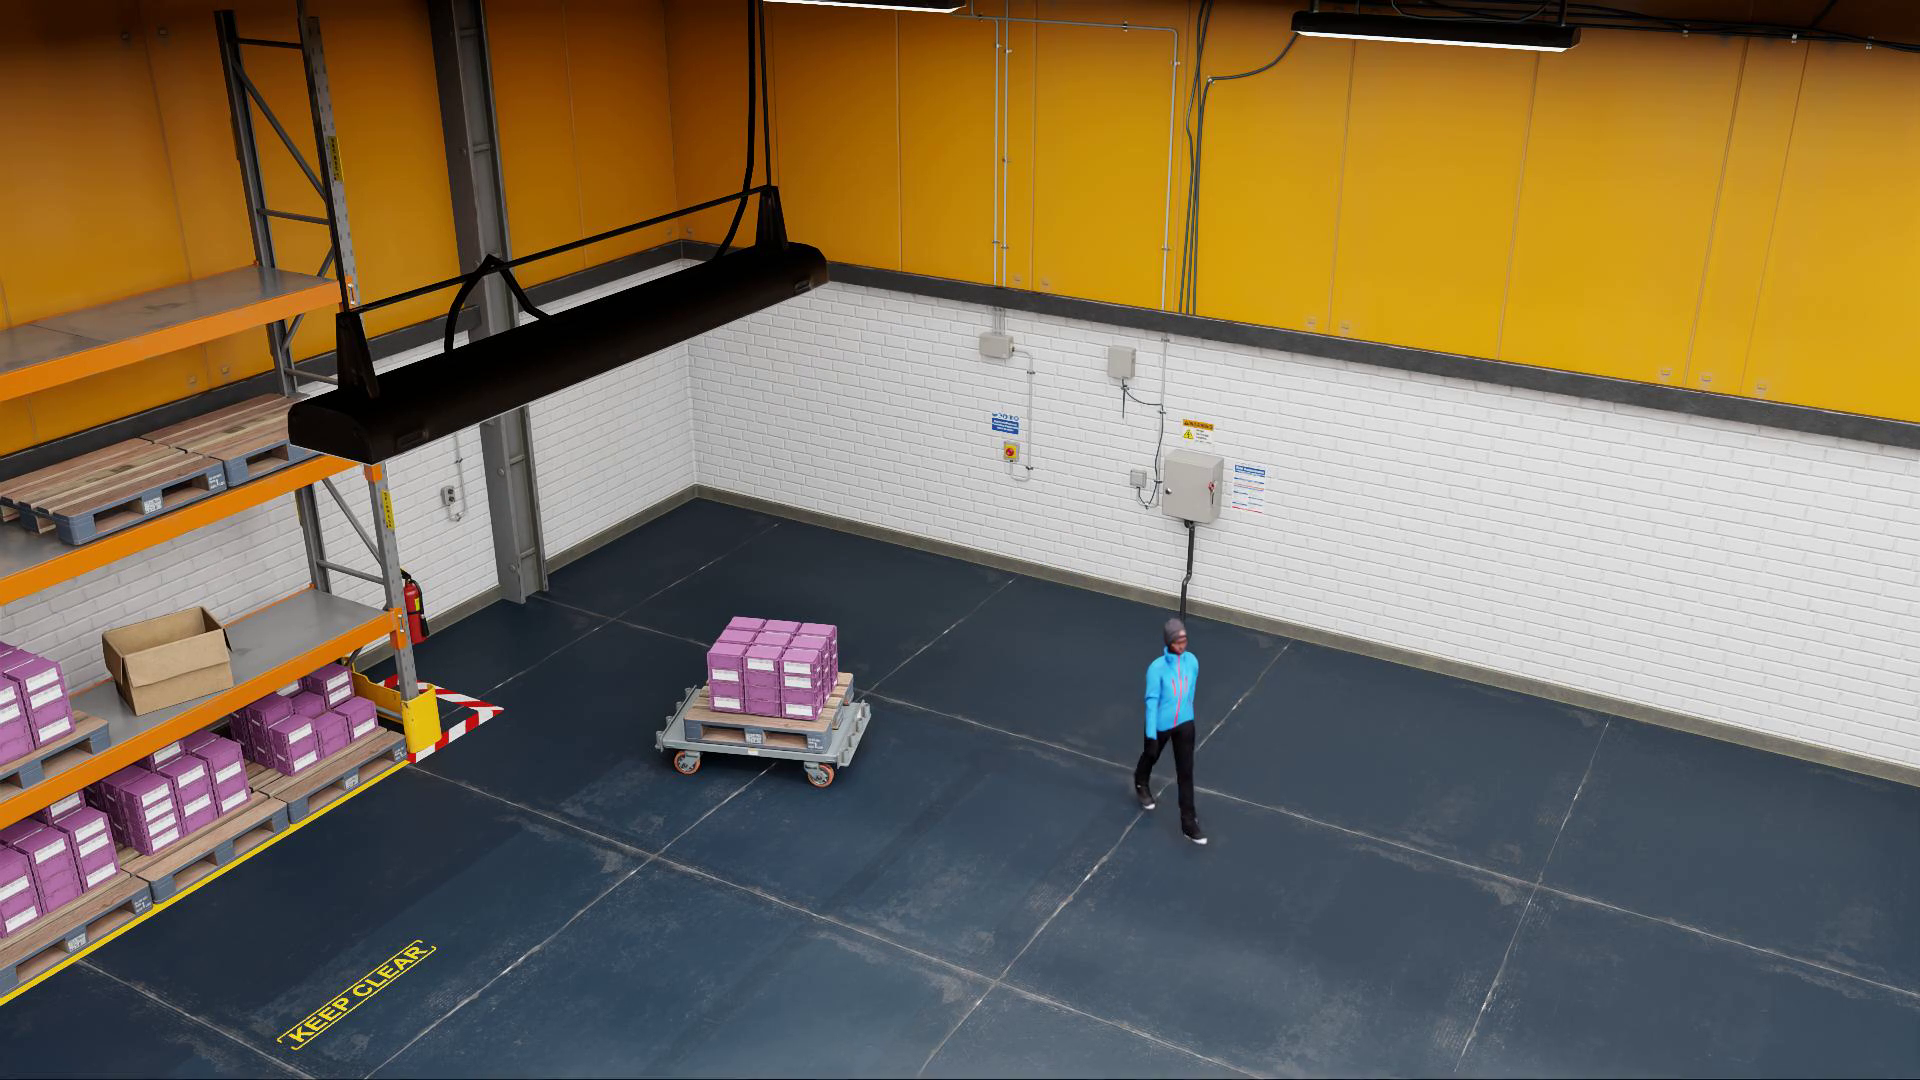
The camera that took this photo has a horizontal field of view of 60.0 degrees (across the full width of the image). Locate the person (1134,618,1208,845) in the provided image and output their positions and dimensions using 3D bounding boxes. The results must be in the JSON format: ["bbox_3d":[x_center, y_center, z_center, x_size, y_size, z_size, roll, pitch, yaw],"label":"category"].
[{"bbox_3d":[1.571,1.412,12.915,1.202,1.740,1.178,-9,25,-20],"label":"person"}]
